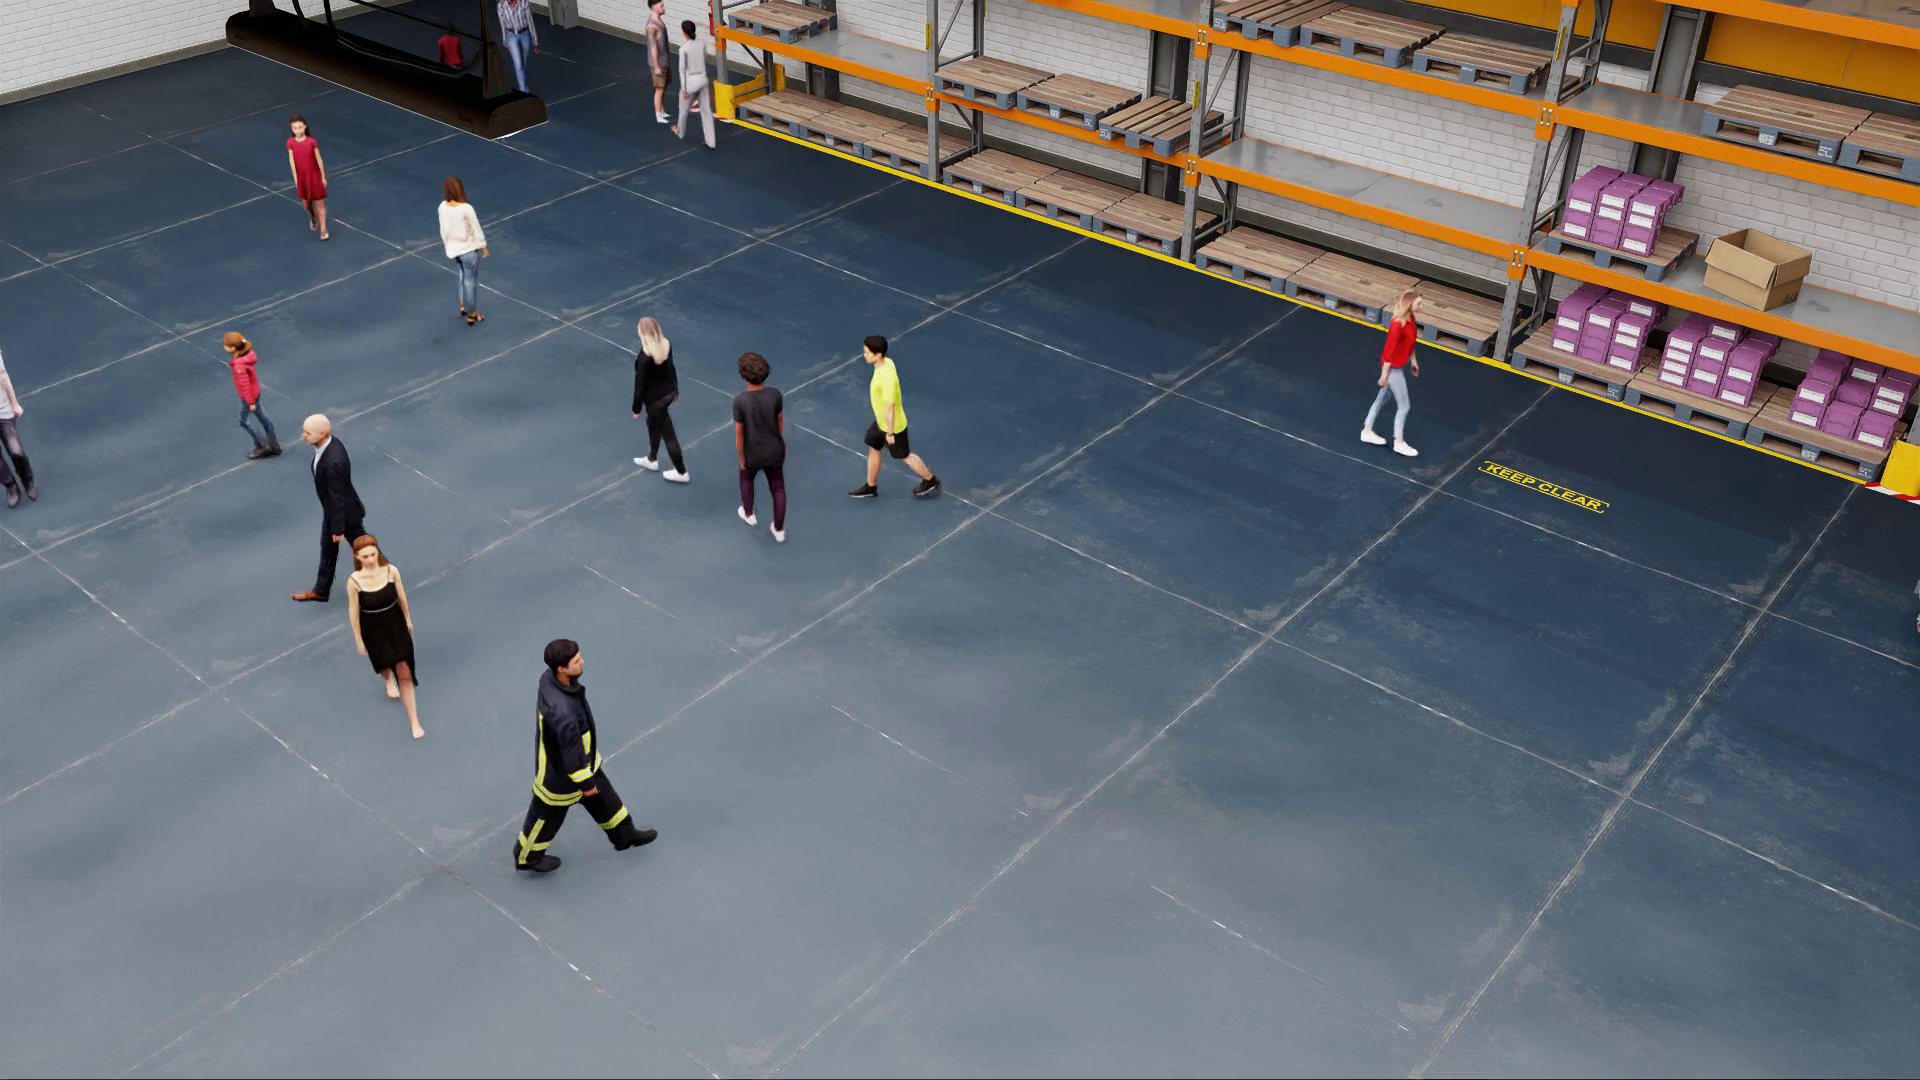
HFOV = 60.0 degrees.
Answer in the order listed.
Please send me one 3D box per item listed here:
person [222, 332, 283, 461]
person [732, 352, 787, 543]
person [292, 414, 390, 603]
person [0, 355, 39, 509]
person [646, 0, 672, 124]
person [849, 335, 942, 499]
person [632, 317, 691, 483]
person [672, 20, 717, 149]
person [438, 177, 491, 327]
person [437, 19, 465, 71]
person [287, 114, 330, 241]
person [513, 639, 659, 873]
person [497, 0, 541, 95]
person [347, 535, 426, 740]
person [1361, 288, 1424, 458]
[{"bbox_3d":[-6.665,-1.375,15.771,0.678,1.308,0.612,-5,34,-7],"label":"person"},{"bbox_3d":[-1.696,-0.767,14.448,0.841,1.760,0.958,-12,35,-17],"label":"person"},{"bbox_3d":[-4.995,-0.243,13.660,1.013,1.760,1.116,-18,38,-25],"label":"person"},{"bbox_3d":[-8.740,-1.172,15.006,0.796,1.817,0.819,-12,35,-17],"label":"person"},{"bbox_3d":[-4.269,-6.803,23.614,0.769,1.842,0.714,0,34,0],"label":"person"},{"bbox_3d":[-0.552,-1.096,15.033,1.086,1.662,1.122,-8,34,-12],"label":"person"},{"bbox_3d":[-2.674,-1.249,15.257,0.946,1.668,0.798,12,36,18],"label":"person"},{"bbox_3d":[-3.552,-6.170,22.631,0.756,1.701,1.090,-26,41,-33],"label":"person"},{"bbox_3d":[-5.434,-3.093,18.027,0.606,1.673,0.748,15,36,21],"label":"person"},{"bbox_3d":[-7.353,-6.908,24.159,0.607,1.239,0.847,-23,40,-31],"label":"person"},{"bbox_3d":[-7.874,-4.434,20.161,0.739,1.545,0.826,-8,34,-12],"label":"person"},{"bbox_3d":[-2.695,1.470,10.980,1.309,1.874,1.297,-6,34,-8],"label":"person"},{"bbox_3d":[-6.425,-7.242,24.211,1.006,1.737,1.279,-14,36,-20],"label":"person"},{"bbox_3d":[-4.352,0.644,12.495,0.864,1.574,1.158,-16,37,-23],"label":"person"},{"bbox_3d":[4.061,-1.641,15.834,0.889,1.682,0.730,15,36,21],"label":"person"}]
